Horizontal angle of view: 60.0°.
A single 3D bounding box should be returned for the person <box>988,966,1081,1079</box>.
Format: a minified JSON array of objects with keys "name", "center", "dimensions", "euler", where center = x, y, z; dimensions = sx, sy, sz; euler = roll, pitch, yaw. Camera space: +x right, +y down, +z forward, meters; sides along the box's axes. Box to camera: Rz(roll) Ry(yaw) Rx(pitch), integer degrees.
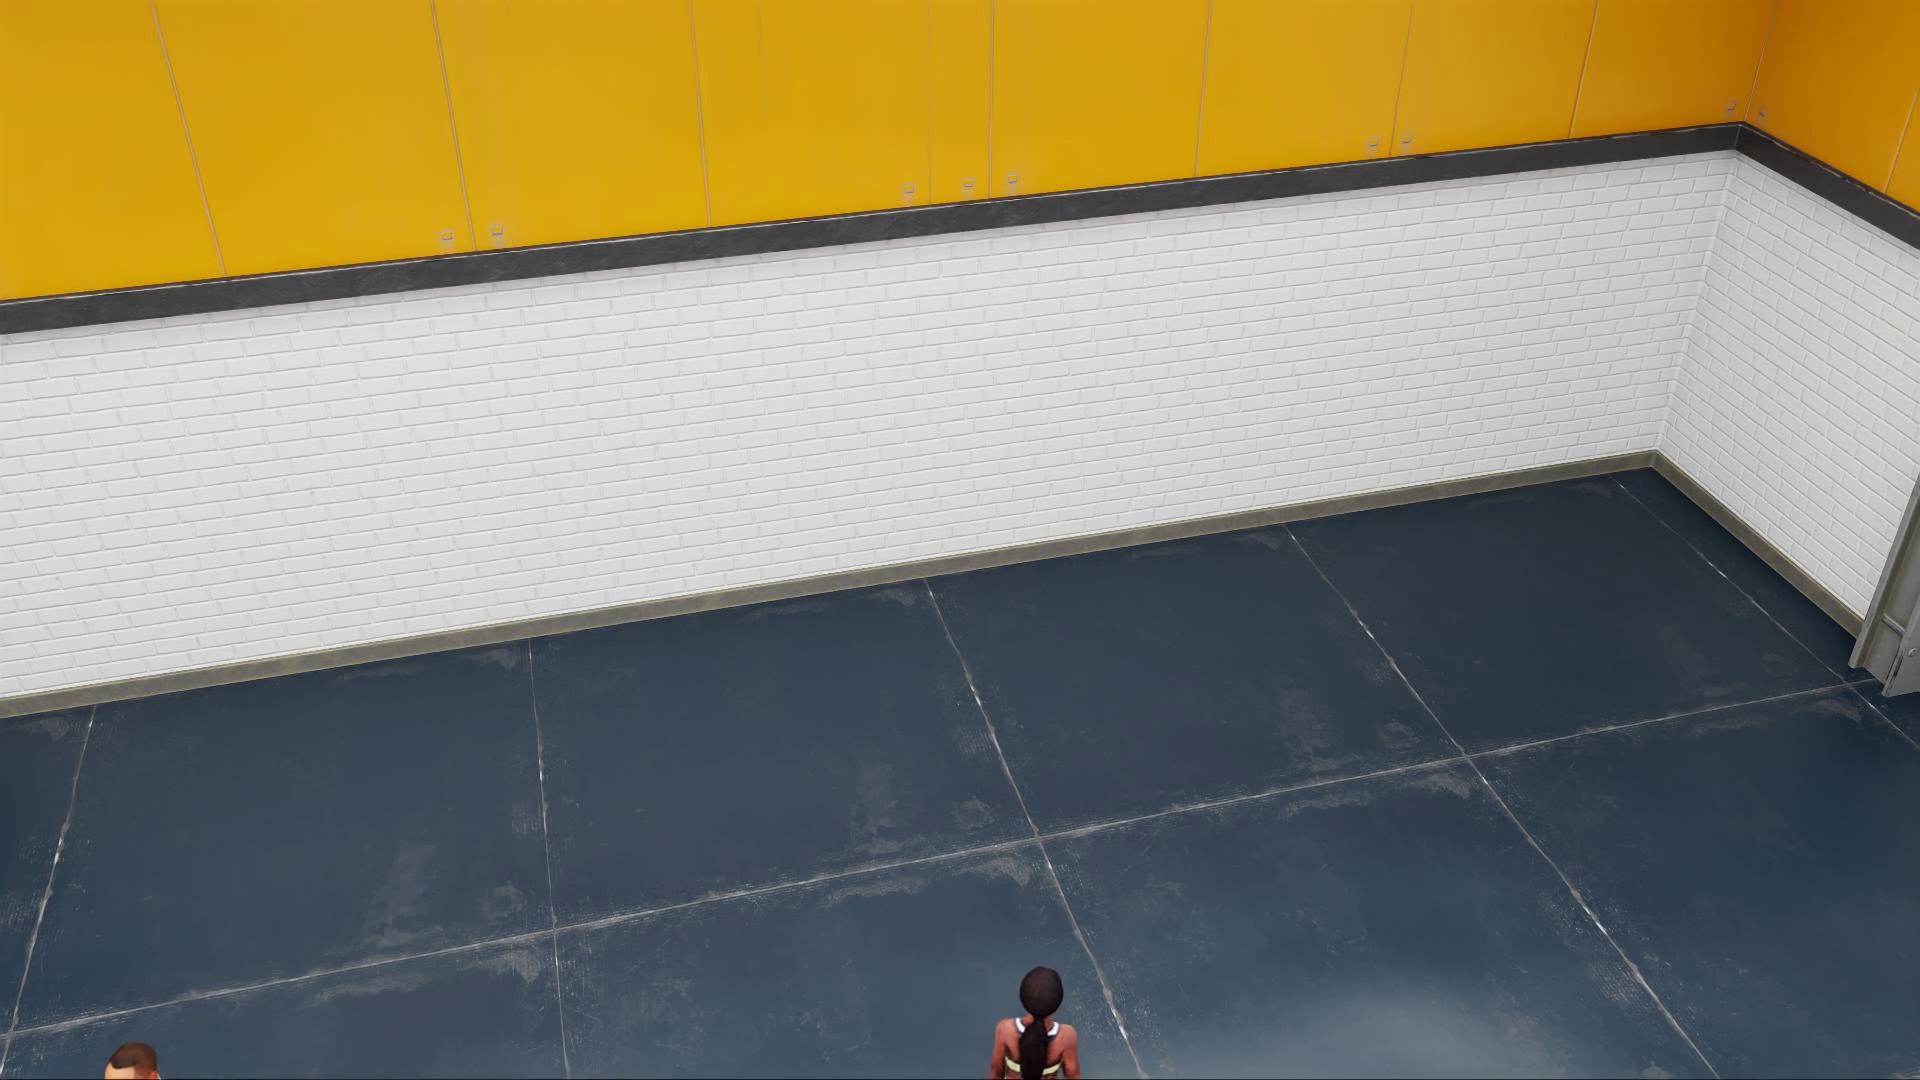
[{"name":"person","center":[0.310,2.665,7.722],"dimensions":[0.668,1.750,0.665],"euler":[3,34,5]}]
